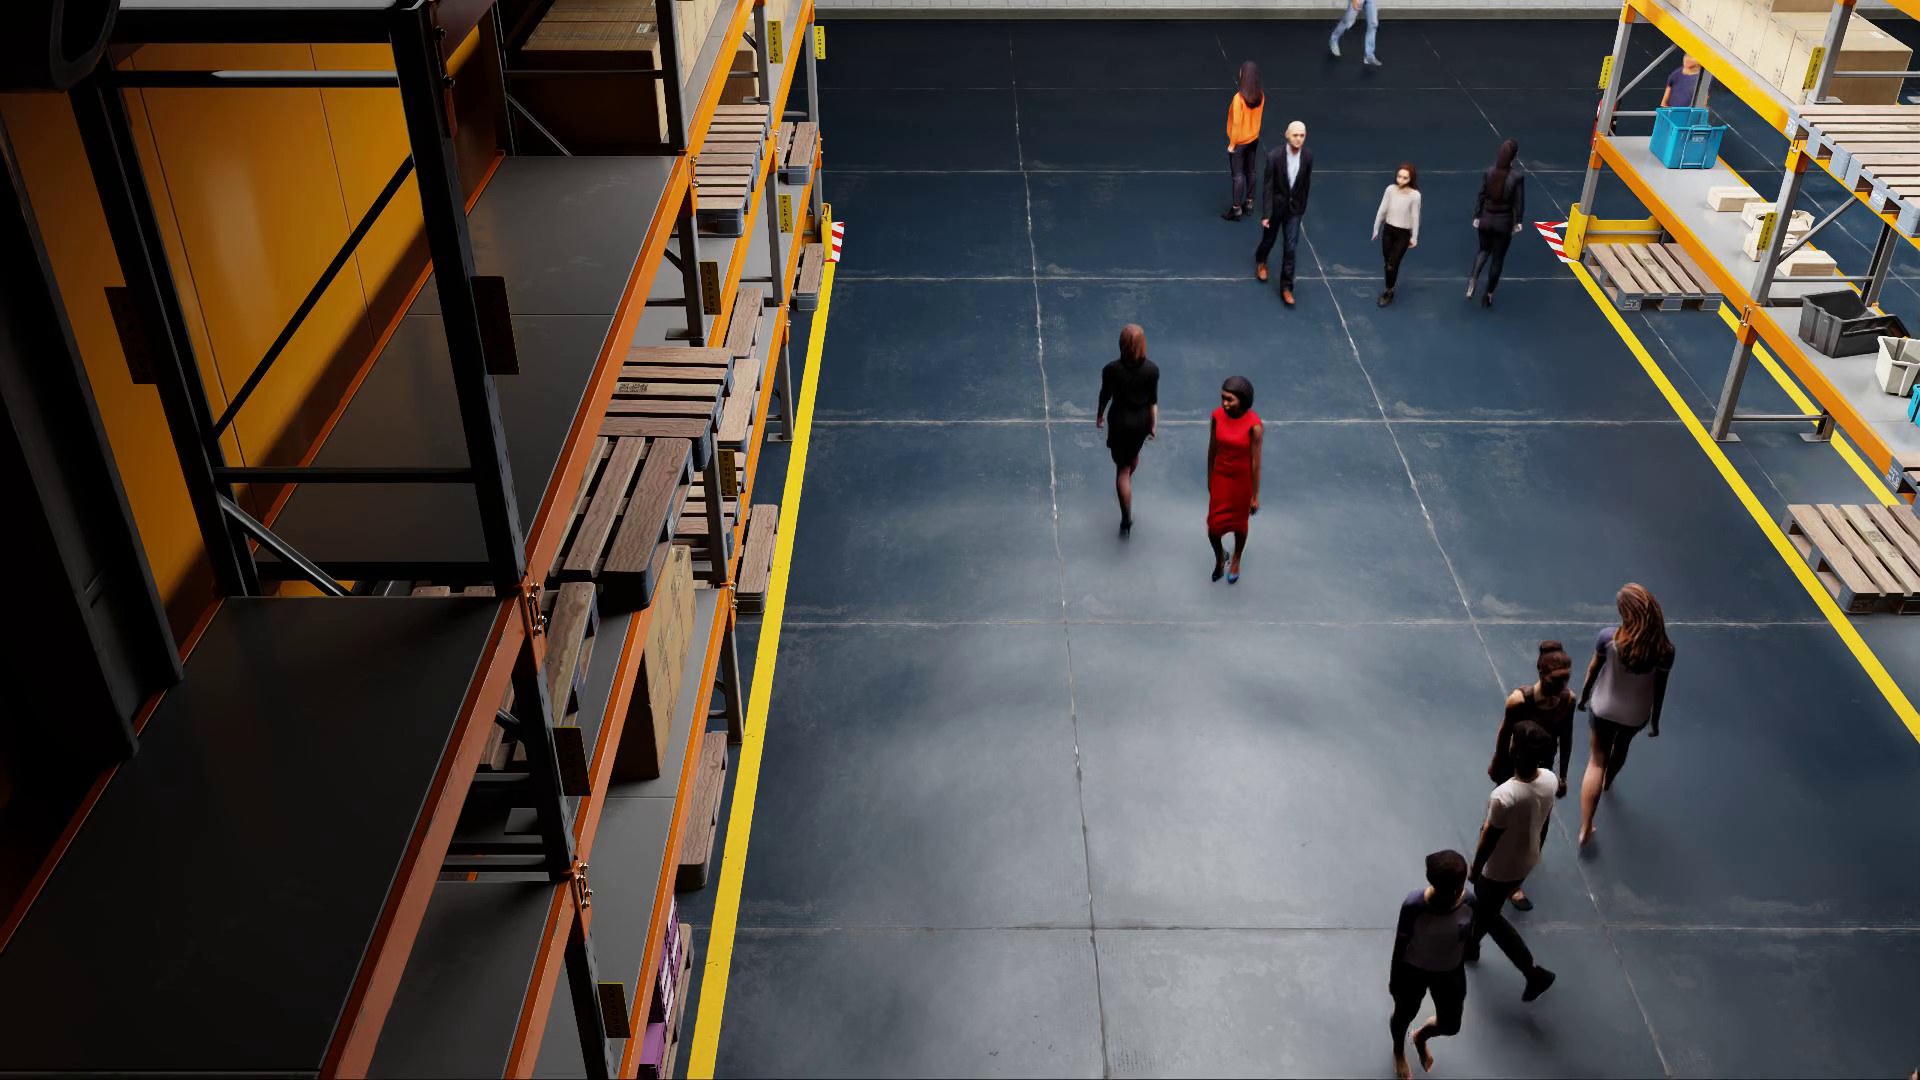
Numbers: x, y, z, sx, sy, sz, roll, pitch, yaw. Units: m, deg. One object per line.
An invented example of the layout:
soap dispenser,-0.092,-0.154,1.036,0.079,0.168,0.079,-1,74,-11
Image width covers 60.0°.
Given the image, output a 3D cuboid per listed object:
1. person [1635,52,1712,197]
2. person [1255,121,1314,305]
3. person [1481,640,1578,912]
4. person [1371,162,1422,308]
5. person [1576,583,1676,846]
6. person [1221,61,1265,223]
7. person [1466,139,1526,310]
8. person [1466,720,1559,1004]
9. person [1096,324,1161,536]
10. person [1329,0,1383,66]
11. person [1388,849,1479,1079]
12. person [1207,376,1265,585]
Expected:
person,8.039,-4.660,18.532,0.757,1.785,0.815,28,43,36
person,3.184,-3.313,16.506,0.712,1.785,1.166,-2,34,-4
person,3.294,1.242,9.778,0.686,1.647,1.031,-6,34,-10
person,4.335,-3.038,16.377,0.710,1.470,0.761,24,41,32
person,3.935,1.089,9.985,0.900,1.673,1.176,13,36,19
person,3.093,-4.336,18.078,0.703,1.749,0.758,-28,43,-35
person,5.176,-3.028,16.155,0.795,1.699,0.858,26,42,34
person,3.011,1.754,8.963,0.983,1.696,1.085,-24,40,-31
person,1.313,-0.815,12.862,0.633,1.659,1.060,-2,34,-3
person,5.427,-7.449,22.686,1.021,1.832,1.283,-14,36,-21
person,2.387,2.127,8.533,0.592,1.551,0.572,-2,34,-4
person,2.053,-0.462,12.268,0.746,1.729,0.787,13,36,19
